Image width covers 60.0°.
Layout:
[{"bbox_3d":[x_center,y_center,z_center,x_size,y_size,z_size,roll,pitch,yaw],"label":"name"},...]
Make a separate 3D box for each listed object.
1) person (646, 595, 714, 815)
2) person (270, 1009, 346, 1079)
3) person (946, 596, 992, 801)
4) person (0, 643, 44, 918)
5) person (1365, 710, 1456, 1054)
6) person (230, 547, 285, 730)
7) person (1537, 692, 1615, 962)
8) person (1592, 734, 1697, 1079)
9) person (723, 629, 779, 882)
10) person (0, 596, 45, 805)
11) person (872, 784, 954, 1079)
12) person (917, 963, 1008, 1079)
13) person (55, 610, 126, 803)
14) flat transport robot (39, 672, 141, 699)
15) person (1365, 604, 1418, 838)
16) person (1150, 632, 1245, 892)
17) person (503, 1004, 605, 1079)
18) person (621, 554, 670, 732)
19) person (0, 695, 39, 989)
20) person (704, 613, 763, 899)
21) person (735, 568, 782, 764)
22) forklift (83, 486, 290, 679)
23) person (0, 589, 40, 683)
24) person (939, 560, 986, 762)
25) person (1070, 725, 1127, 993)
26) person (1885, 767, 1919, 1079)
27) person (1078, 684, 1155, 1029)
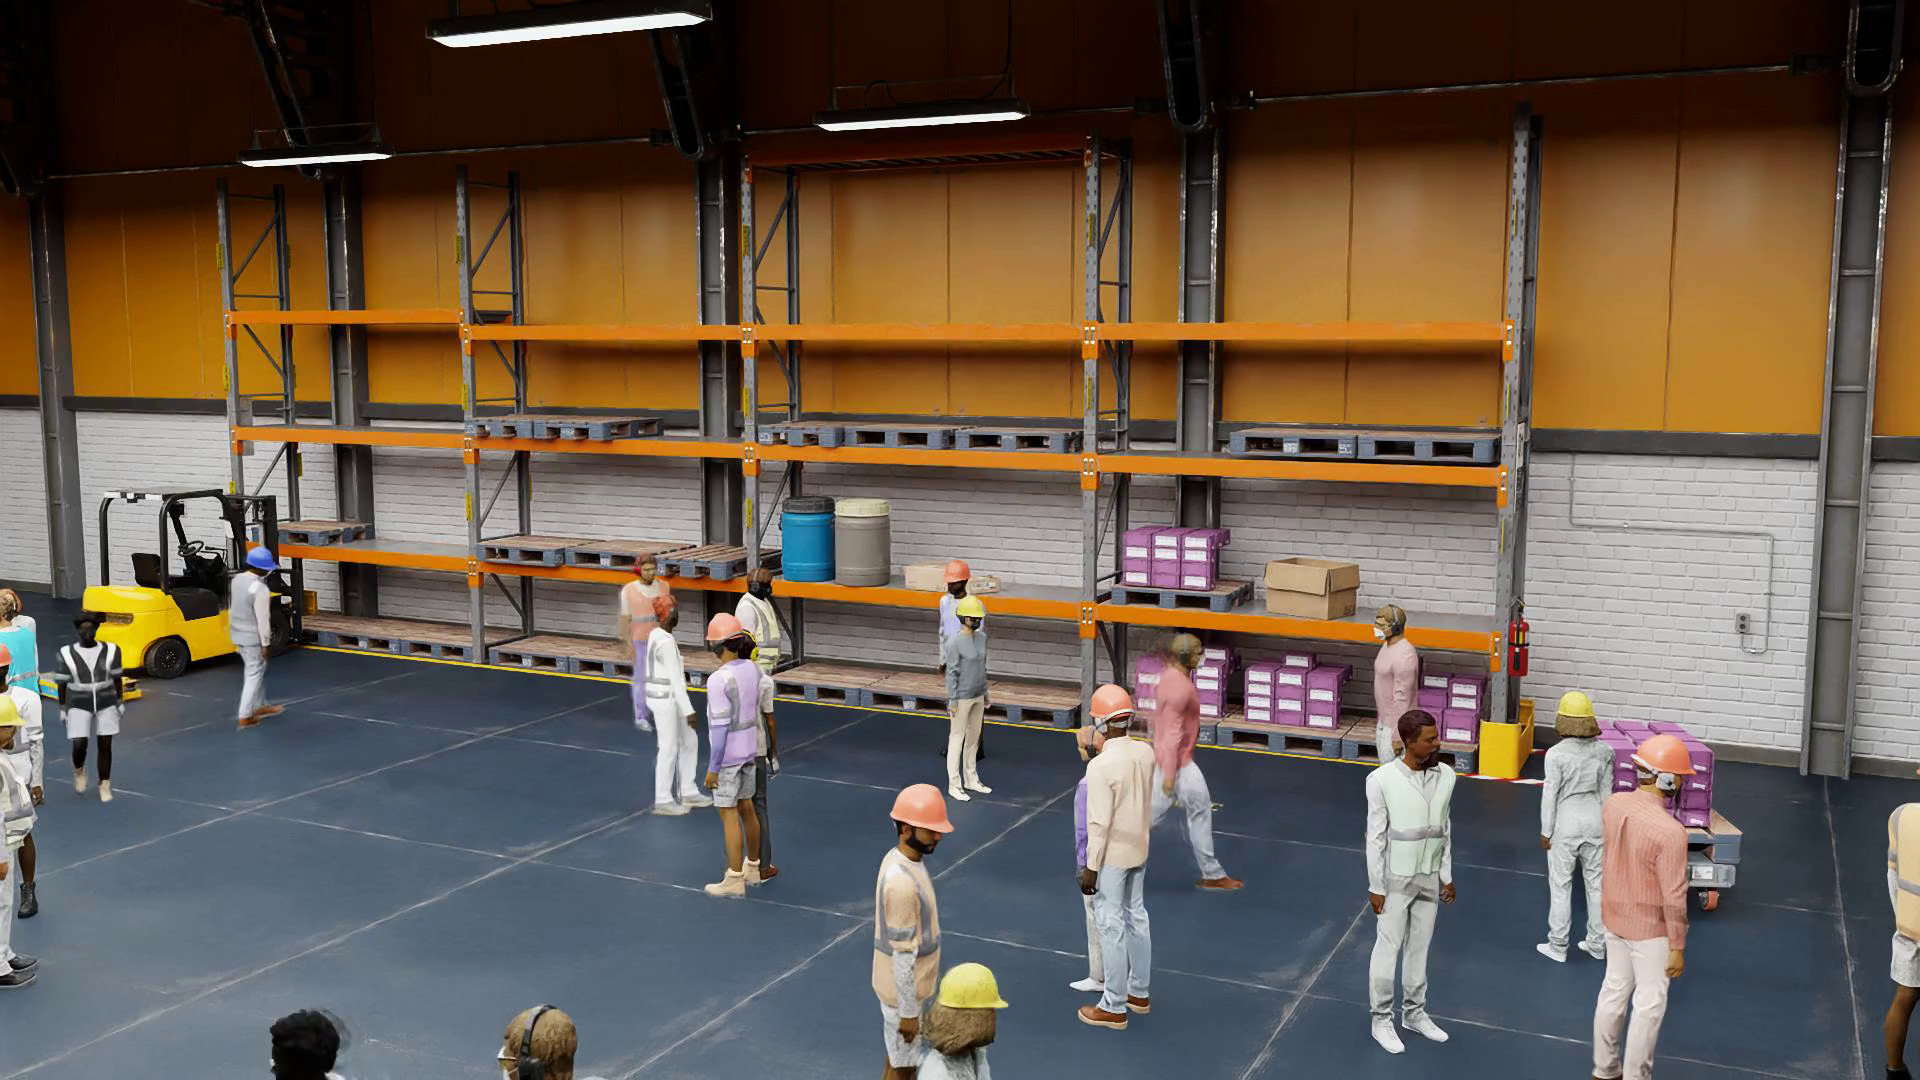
[{"bbox_3d":[-2.298,1.386,13.873,0.632,1.863,0.624,-1,7,-6],"label":"person"},{"bbox_3d":[-2.264,2.455,5.846,0.899,1.640,0.538,-2,7,-15],"label":"person"},{"bbox_3d":[0.084,1.362,14.429,0.311,1.768,0.533,5,9,37],"label":"person"},{"bbox_3d":[-6.582,1.642,11.406,0.543,1.939,0.362,-2,7,-15],"label":"person"},{"bbox_3d":[2.536,1.895,9.391,0.591,1.921,0.390,-4,8,-27],"label":"person"},{"bbox_3d":[-7.153,0.987,17.070,0.672,1.883,0.683,5,8,35],"label":"person"},{"bbox_3d":[3.940,1.833,10.681,0.486,1.737,0.318,-1,7,-10],"label":"person"},{"bbox_3d":[3.526,1.969,8.546,0.410,1.982,0.626,-2,7,-14],"label":"person"},{"bbox_3d":[-1.585,1.583,12.193,0.520,1.869,0.328,0,7,1],"label":"person"},{"bbox_3d":[-7.961,1.381,13.990,0.377,1.836,0.567,1,7,5],"label":"person"},{"bbox_3d":[-0.219,2.085,7.788,0.384,1.930,0.547,0,7,-1],"label":"person"},{"bbox_3d":[-0.004,2.402,6.037,0.500,1.719,0.577,3,8,24],"label":"person"},{"bbox_3d":[-7.456,1.424,14.278,0.531,1.685,0.401,-5,8,-35],"label":"person"},{"bbox_3d":[-9.776,1.616,18.454,1.431,0.197,0.652,5,9,36],"label":"flat transport robot"},{"bbox_3d":[3.387,1.455,12.996,0.375,1.933,0.625,1,7,5],"label":"person"},{"bbox_3d":[1.518,1.593,12.037,1.014,1.898,0.646,0,7,4],"label":"person"},{"bbox_3d":[-1.252,2.397,5.221,0.380,1.930,0.635,2,7,16],"label":"person"},{"bbox_3d":[-3.170,1.041,16.850,0.590,1.823,0.449,-6,9,-41],"label":"person"},{"bbox_3d":[-5.911,1.849,10.212,0.403,1.817,0.605,-4,8,-31],"label":"person"},{"bbox_3d":[-1.651,1.532,11.898,0.382,2.039,0.615,3,7,21],"label":"person"},{"bbox_3d":[-1.897,1.174,15.681,0.429,1.839,0.634,1,7,6],"label":"person"},{"bbox_3d":[-9.426,0.454,20.179,1.214,2.155,2.313,3,8,26],"label":"forklift"},{"bbox_3d":[-8.976,1.270,15.718,0.504,1.636,0.280,-7,10,-44],"label":"person"},{"bbox_3d":[0.000,1.139,15.664,0.424,1.924,0.560,-6,9,-41],"label":"person"},{"bbox_3d":[0.857,1.942,10.206,0.318,1.631,0.513,4,8,27],"label":"person"},{"bbox_3d":[4.996,1.991,8.521,0.361,1.940,0.543,-1,7,-7],"label":"person"},{"bbox_3d":[0.901,1.825,9.678,0.391,1.990,0.621,5,9,38],"label":"person"}]
